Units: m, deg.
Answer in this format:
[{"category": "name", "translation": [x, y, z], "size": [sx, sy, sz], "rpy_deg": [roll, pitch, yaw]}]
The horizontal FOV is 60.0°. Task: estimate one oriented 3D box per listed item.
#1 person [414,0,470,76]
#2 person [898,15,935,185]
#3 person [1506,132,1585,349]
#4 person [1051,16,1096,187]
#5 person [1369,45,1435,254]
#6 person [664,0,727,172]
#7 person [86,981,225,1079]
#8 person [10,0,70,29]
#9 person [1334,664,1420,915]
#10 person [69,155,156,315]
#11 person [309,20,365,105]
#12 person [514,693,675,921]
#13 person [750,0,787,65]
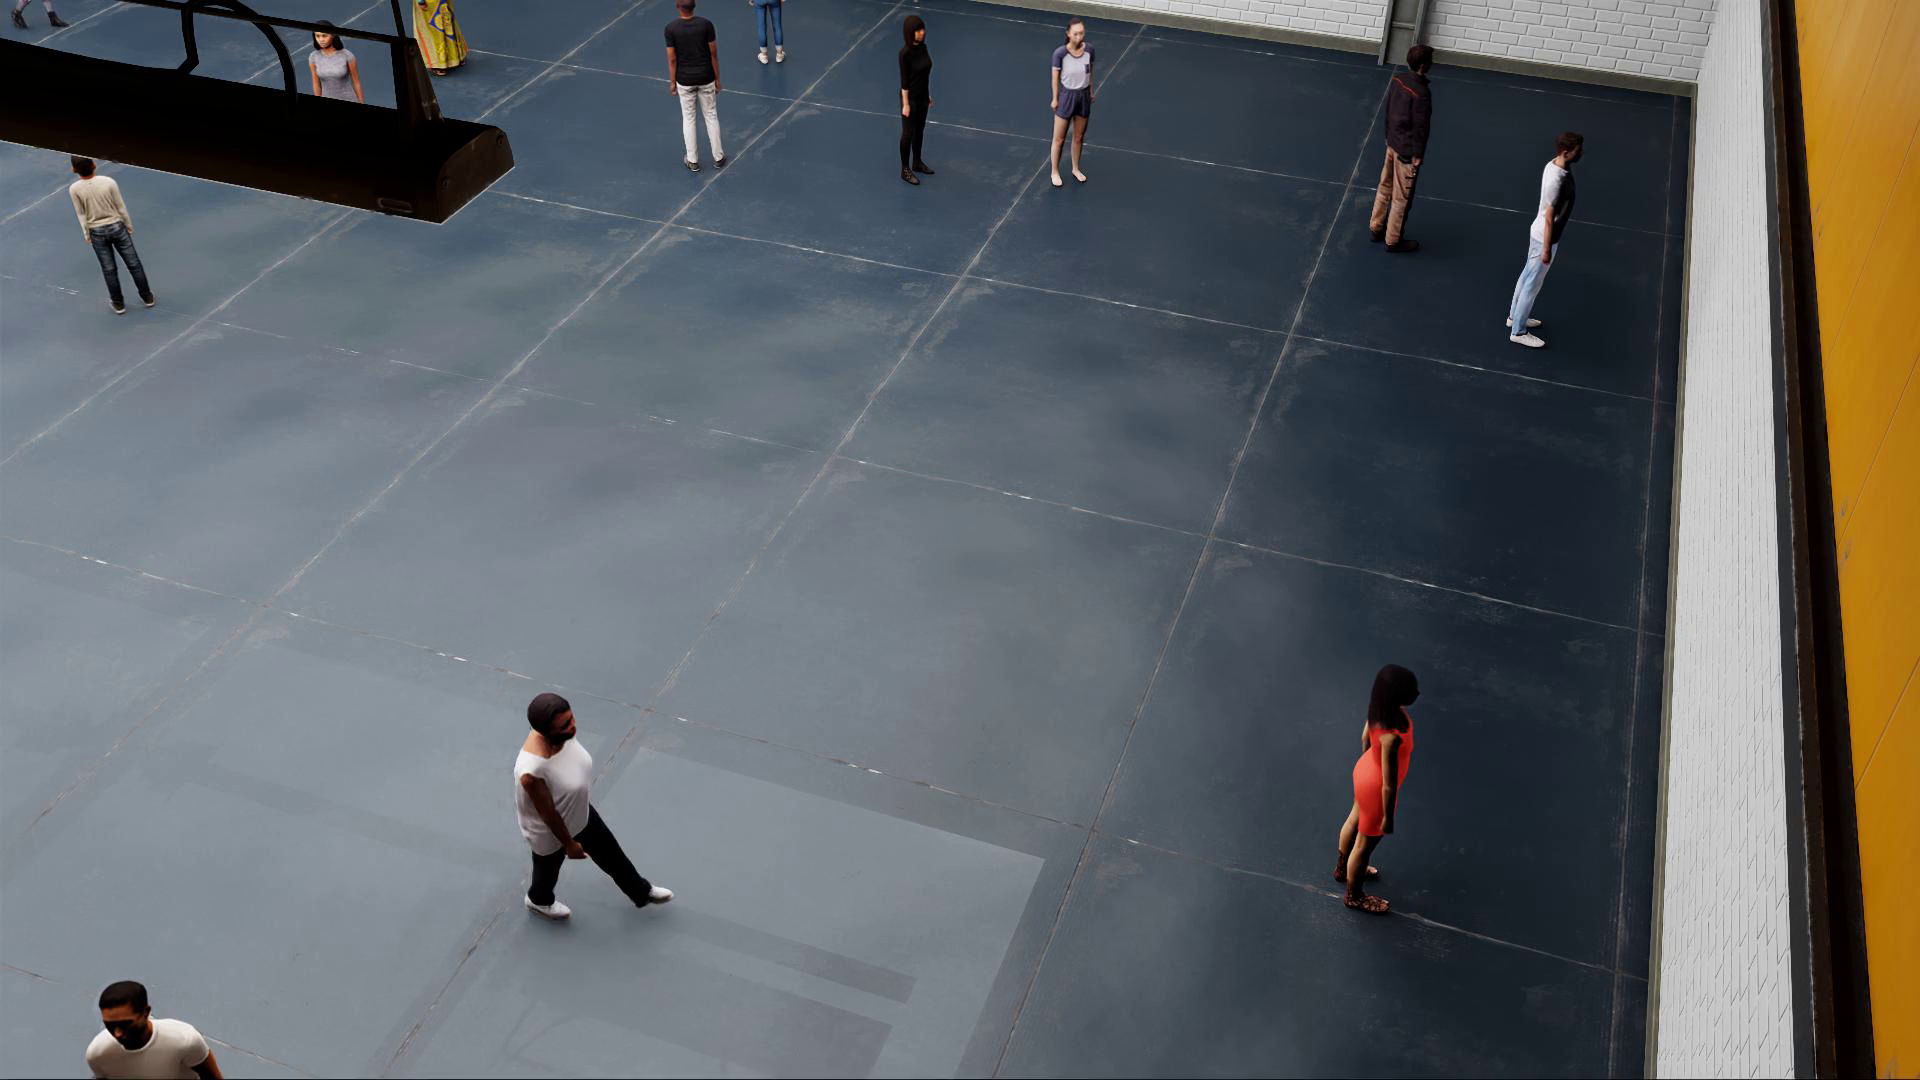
[{"category": "person", "translation": [-5.802, -5.994, 18.310], "size": [0.802, 1.660, 0.880], "rpy_deg": [18, 42, 21]}, {"category": "person", "translation": [-0.453, -4.320, 16.228], "size": [0.576, 1.642, 0.617], "rpy_deg": [23, 44, 26]}, {"category": "person", "translation": [4.849, -2.518, 13.804], "size": [0.561, 1.852, 0.661], "rpy_deg": [9, 40, 11]}, {"category": "person", "translation": [1.089, -4.263, 16.151], "size": [0.653, 1.649, 0.724], "rpy_deg": [-14, 41, -17]}, {"category": "person", "translation": [4.015, -3.544, 15.030], "size": [0.836, 1.925, 0.793], "rpy_deg": [-14, 41, -16]}, {"category": "person", "translation": [-2.600, -4.507, 16.332], "size": [0.728, 1.805, 0.823], "rpy_deg": [-9, 39, -10]}, {"category": "person", "translation": [-3.519, 2.568, 7.473], "size": [0.662, 1.804, 0.780], "rpy_deg": [-7, 39, -8]}, {"category": "person", "translation": [-10.921, -6.577, 19.357], "size": [0.906, 1.264, 0.595], "rpy_deg": [7, 39, 8]}, {"category": "person", "translation": [2.268, 1.344, 9.075], "size": [0.640, 1.718, 0.659], "rpy_deg": [0, 39, 0]}, {"category": "person", "translation": [-7.315, -2.648, 14.280], "size": [0.611, 1.459, 0.660], "rpy_deg": [-19, 42, -22]}, {"category": "person", "translation": [-5.854, -4.057, 15.787], "size": [0.615, 1.781, 0.725], "rpy_deg": [-6, 39, -8]}, {"category": "person", "translation": [-2.214, 1.482, 8.960], "size": [1.092, 1.645, 0.727], "rpy_deg": [9, 39, 11]}, {"category": "person", "translation": [-2.149, -6.051, 18.528], "size": [0.594, 1.477, 0.700], "rpy_deg": [-6, 39, -8]}]
